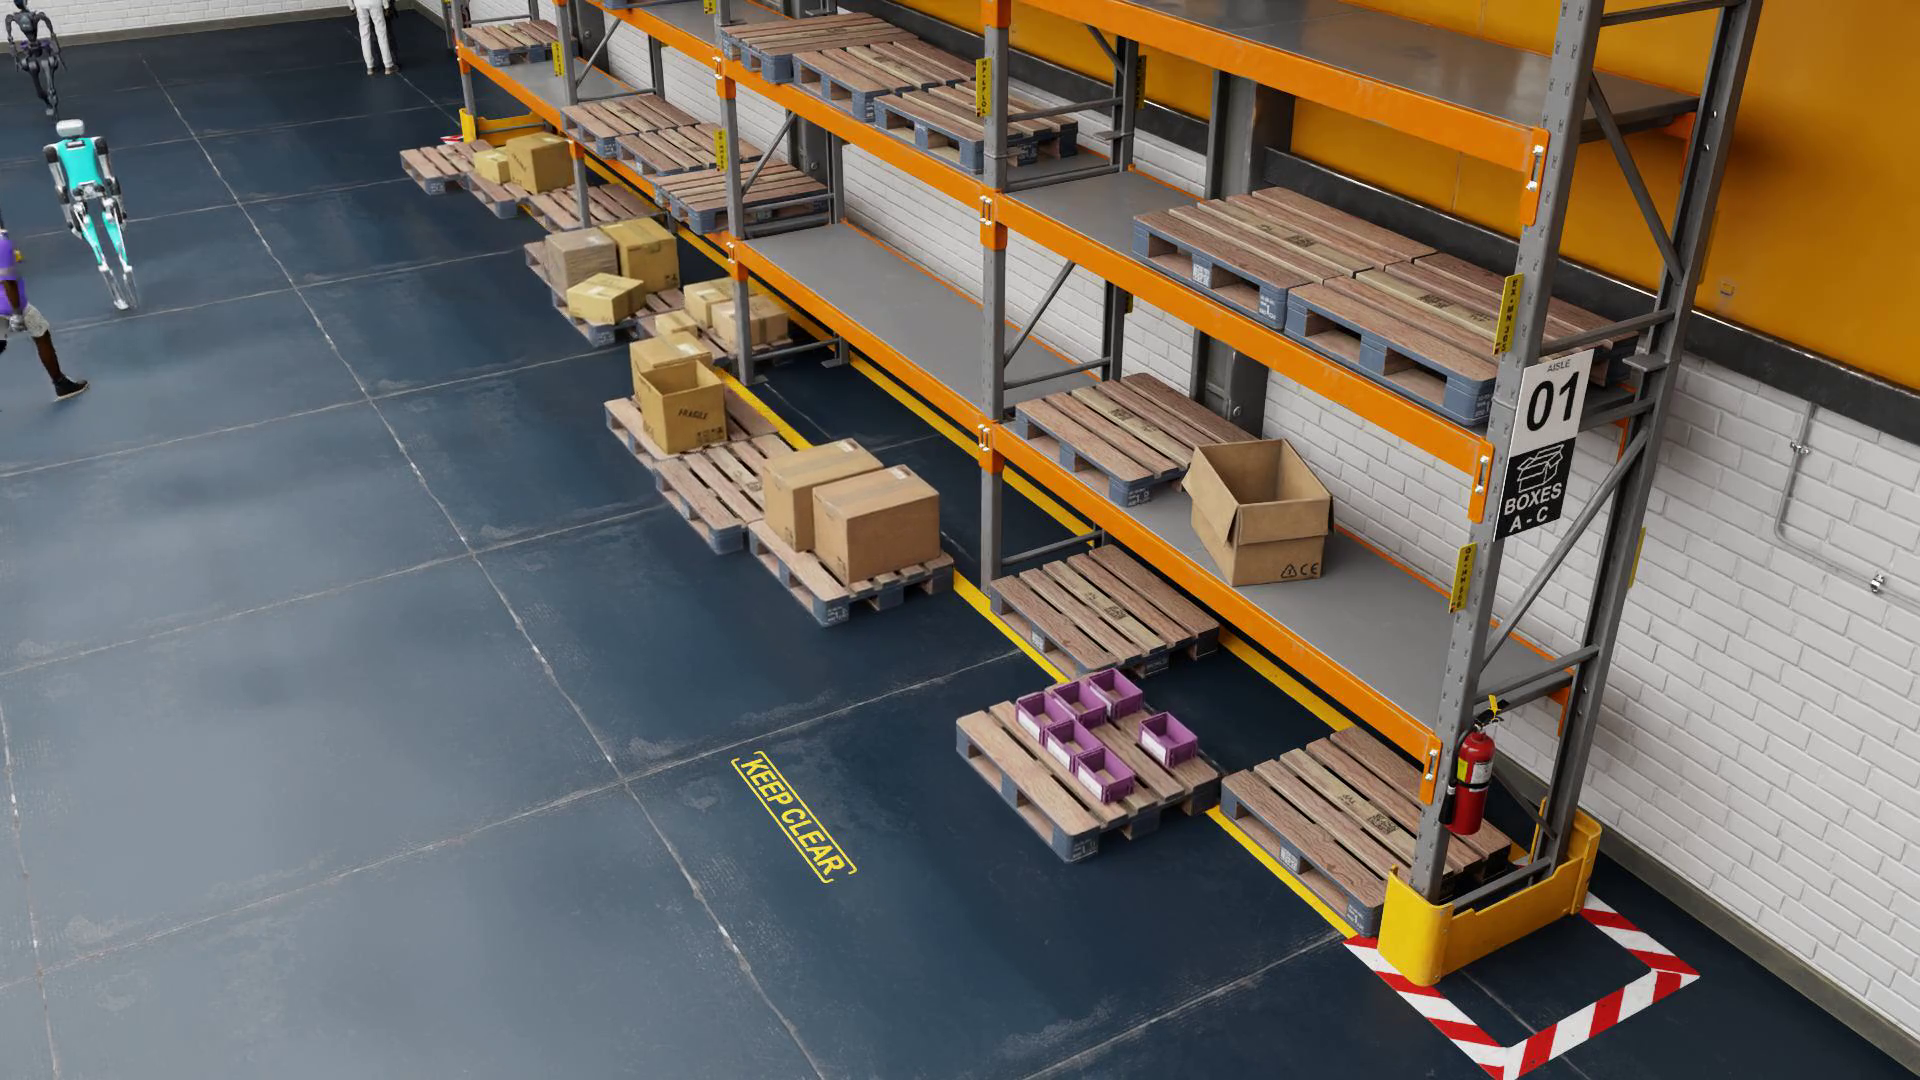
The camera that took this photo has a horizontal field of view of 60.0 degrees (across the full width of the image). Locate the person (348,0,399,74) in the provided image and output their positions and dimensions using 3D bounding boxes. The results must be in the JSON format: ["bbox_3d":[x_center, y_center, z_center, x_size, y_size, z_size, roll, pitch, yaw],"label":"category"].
[{"bbox_3d":[-8.221,-7.444,23.138,0.571,1.882,0.356,0,30,0],"label":"person"}]

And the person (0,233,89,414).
[{"bbox_3d":[-7.742,-1.927,13.357,0.611,1.927,0.952,13,32,22],"label":"person"}]

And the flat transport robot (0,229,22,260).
[{"bbox_3d":[-10.104,-2.678,16.359,0.659,0.231,1.431,15,33,24],"label":"flat transport robot"}]

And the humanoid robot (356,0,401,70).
[{"bbox_3d":[-8.230,-7.506,23.440,0.599,1.657,0.315,-16,33,-26],"label":"humanoid robot"}]

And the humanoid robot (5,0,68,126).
[{"bbox_3d":[-11.671,-6.143,21.073,0.612,1.636,0.693,-8,31,-14],"label":"humanoid robot"}]

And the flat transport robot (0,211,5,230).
[{"bbox_3d":[-10.307,-2.831,16.630,0.659,0.231,1.431,-4,30,-8],"label":"flat transport robot"}]

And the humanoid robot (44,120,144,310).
[{"bbox_3d":[-7.911,-2.878,15.305,0.530,1.852,0.746,-18,34,-29],"label":"humanoid robot"}]
